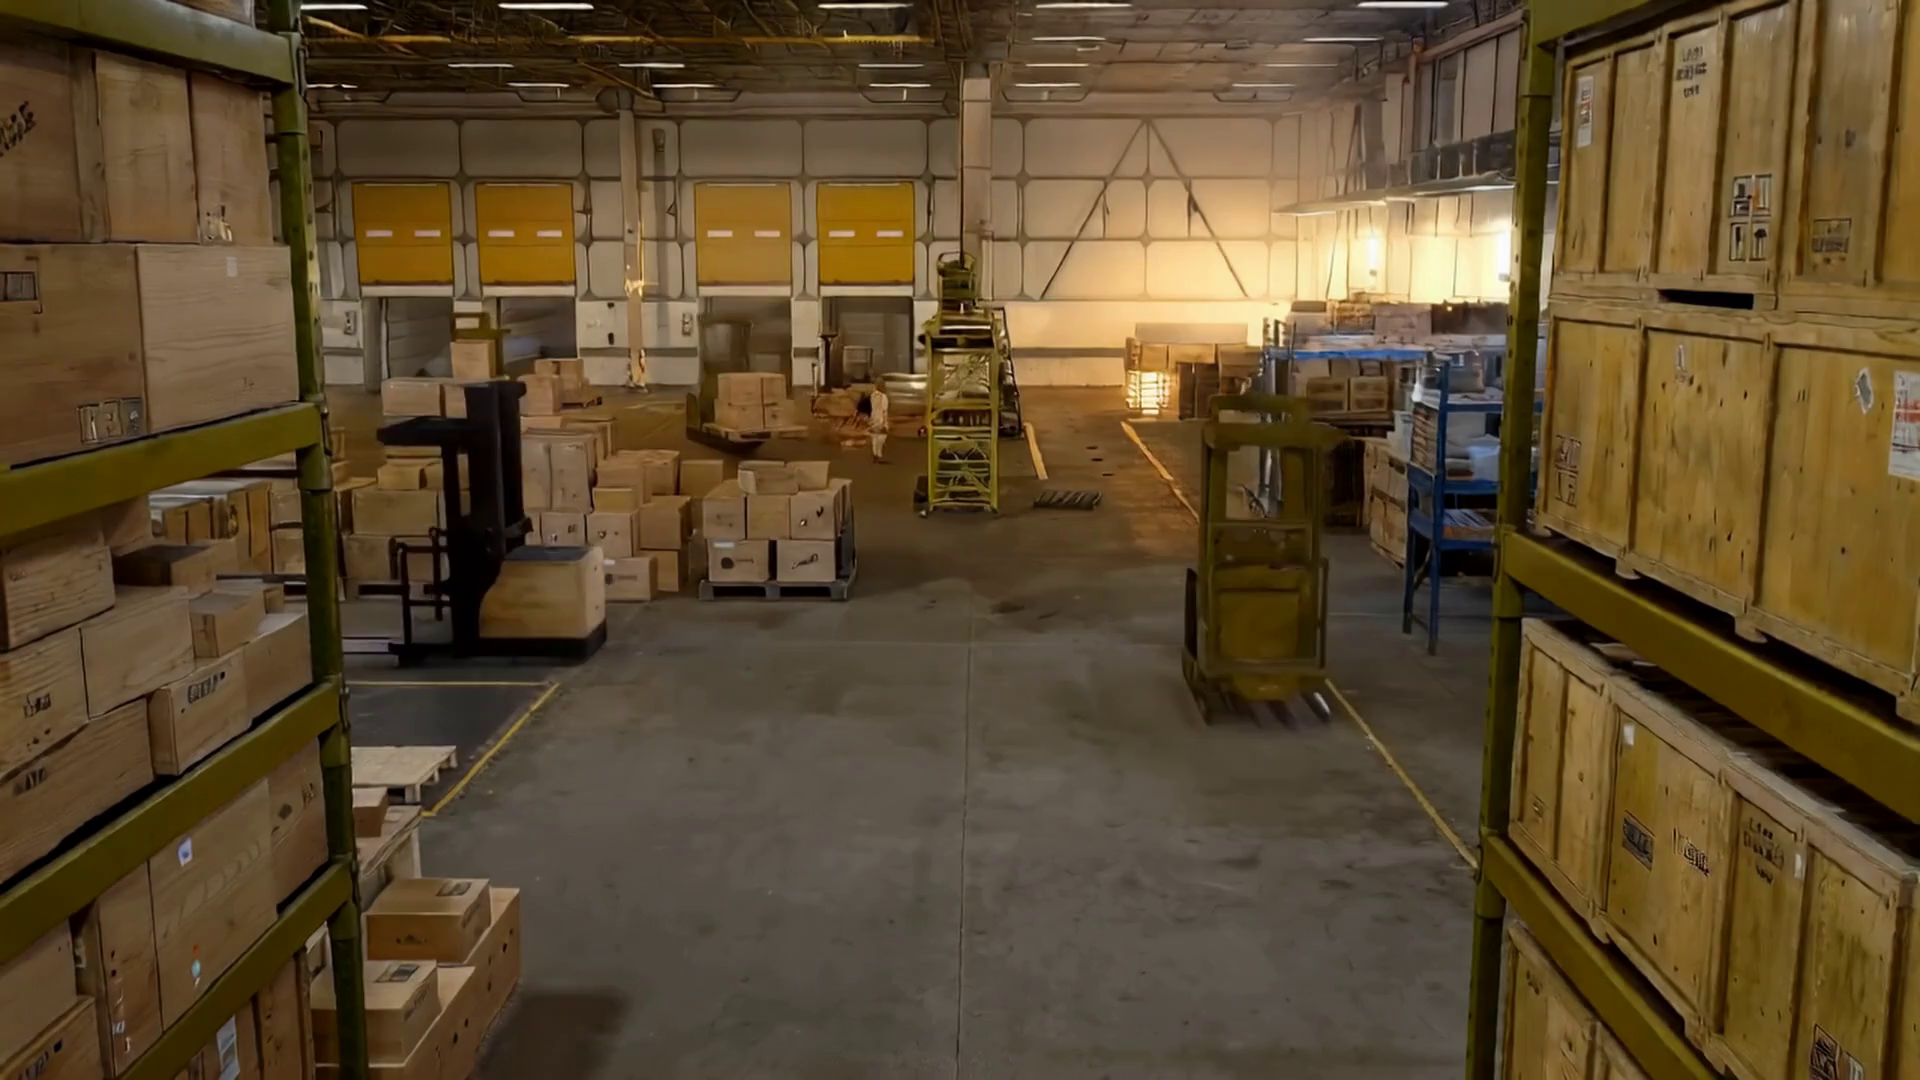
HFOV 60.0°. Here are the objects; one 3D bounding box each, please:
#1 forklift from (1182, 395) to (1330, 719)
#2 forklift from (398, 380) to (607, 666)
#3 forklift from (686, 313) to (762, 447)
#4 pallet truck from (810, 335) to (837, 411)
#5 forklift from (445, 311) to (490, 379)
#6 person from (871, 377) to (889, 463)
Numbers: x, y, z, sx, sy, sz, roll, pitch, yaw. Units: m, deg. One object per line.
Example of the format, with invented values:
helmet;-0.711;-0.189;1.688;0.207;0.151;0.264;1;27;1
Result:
forklift;2.705;0.061;15.351;1.129;2.768;1.873;0;10;1
forklift;-4.653;-0.202;16.866;1.873;2.768;1.129;0;10;1
forklift;-5.157;-3.490;35.836;1.129;2.768;1.873;-5;11;-27
pallet truck;-3.021;-4.312;43.126;1.885;1.965;0.823;3;10;17
forklift;-10.825;-3.651;36.765;1.129;2.768;1.873;2;10;13
person;-1.575;-2.349;32.676;0.320;1.693;0.539;-5;11;-28
